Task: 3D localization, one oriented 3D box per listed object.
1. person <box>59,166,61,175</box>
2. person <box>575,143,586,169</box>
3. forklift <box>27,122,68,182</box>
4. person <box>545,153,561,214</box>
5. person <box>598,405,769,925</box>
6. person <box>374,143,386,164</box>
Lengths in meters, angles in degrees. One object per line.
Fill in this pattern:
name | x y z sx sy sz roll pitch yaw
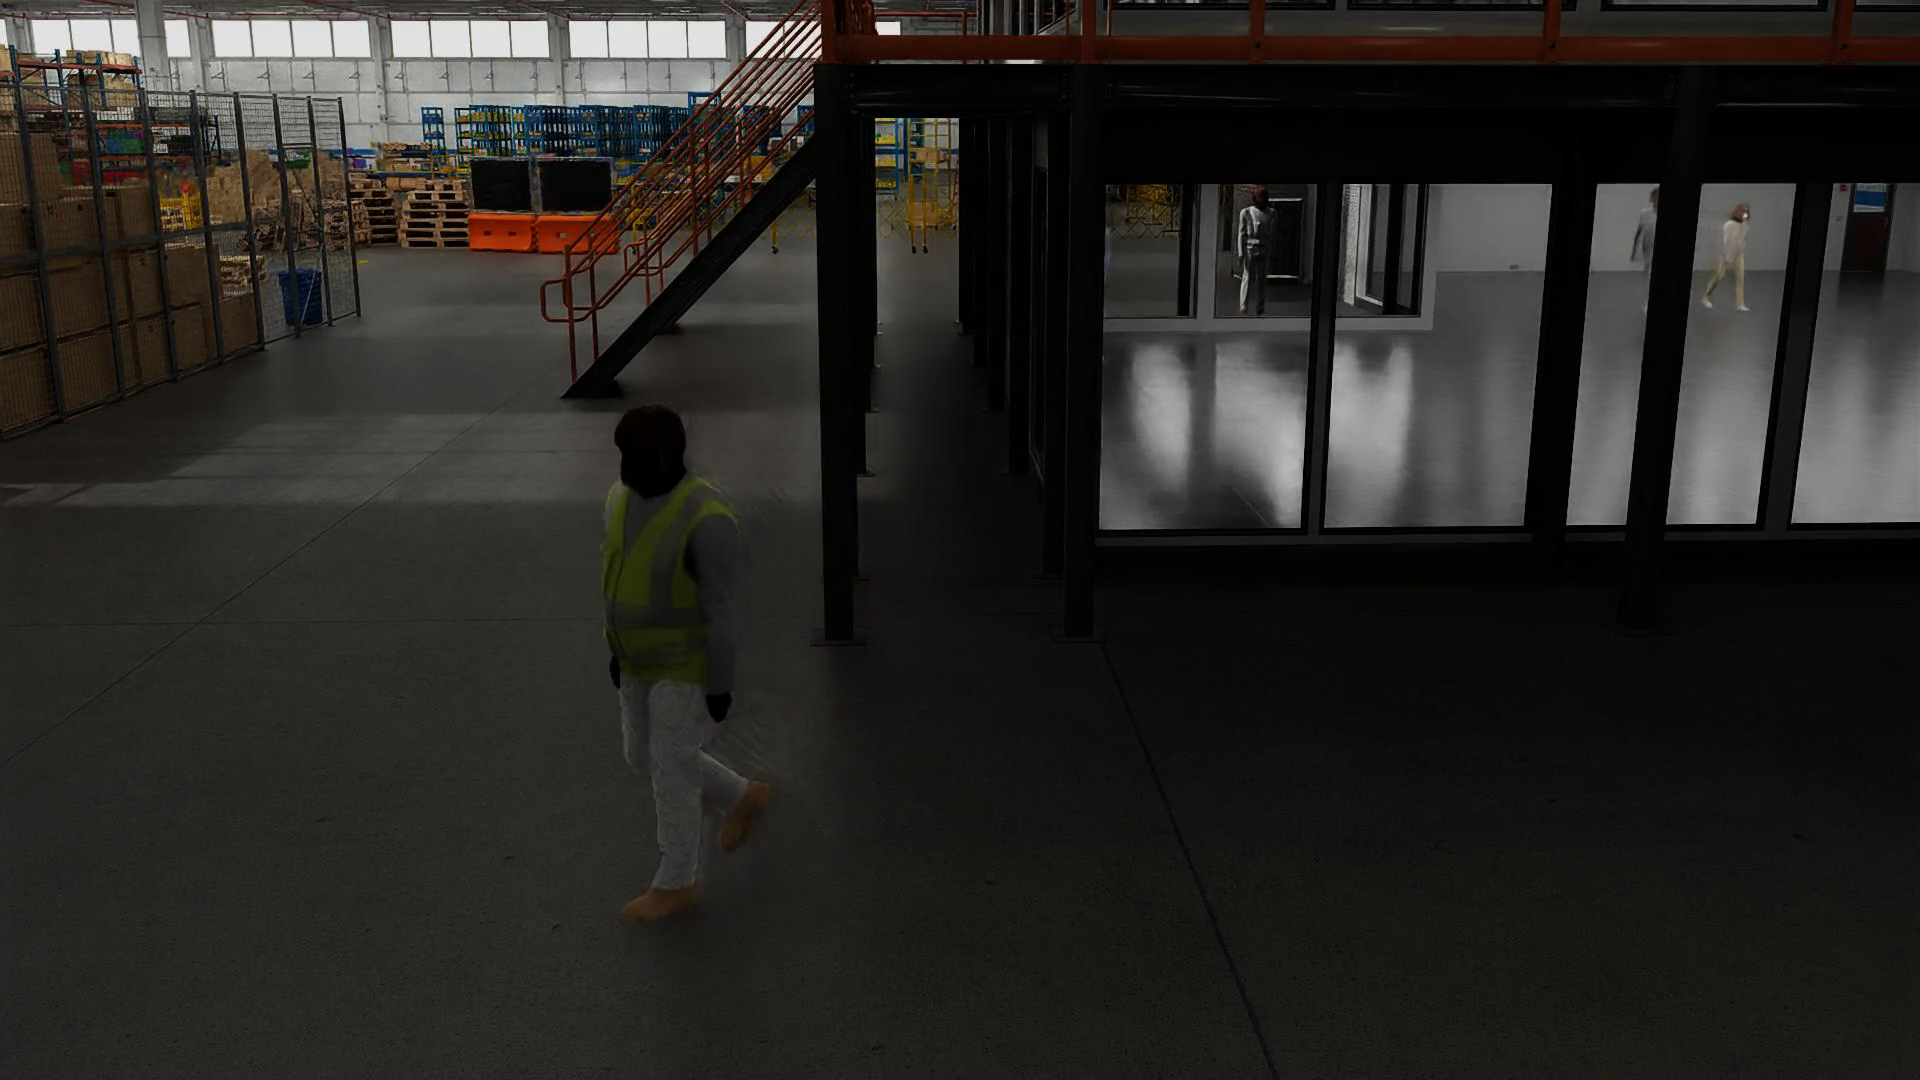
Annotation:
person | -31.247 -12.388 57.400 0.287 1.626 0.497 7 16 27
person | -18.946 -18.959 83.292 0.587 1.802 0.428 -6 15 -21
forklift | -35.376 -14.773 64.377 1.129 2.768 1.873 -1 14 -2
person | -10.404 -8.841 42.412 0.578 2.030 0.608 0 14 1
person | -0.957 0.406 5.858 0.626 1.821 0.624 -12 18 -40
person | -27.353 -17.821 78.626 0.599 1.883 1.078 -9 17 -32
